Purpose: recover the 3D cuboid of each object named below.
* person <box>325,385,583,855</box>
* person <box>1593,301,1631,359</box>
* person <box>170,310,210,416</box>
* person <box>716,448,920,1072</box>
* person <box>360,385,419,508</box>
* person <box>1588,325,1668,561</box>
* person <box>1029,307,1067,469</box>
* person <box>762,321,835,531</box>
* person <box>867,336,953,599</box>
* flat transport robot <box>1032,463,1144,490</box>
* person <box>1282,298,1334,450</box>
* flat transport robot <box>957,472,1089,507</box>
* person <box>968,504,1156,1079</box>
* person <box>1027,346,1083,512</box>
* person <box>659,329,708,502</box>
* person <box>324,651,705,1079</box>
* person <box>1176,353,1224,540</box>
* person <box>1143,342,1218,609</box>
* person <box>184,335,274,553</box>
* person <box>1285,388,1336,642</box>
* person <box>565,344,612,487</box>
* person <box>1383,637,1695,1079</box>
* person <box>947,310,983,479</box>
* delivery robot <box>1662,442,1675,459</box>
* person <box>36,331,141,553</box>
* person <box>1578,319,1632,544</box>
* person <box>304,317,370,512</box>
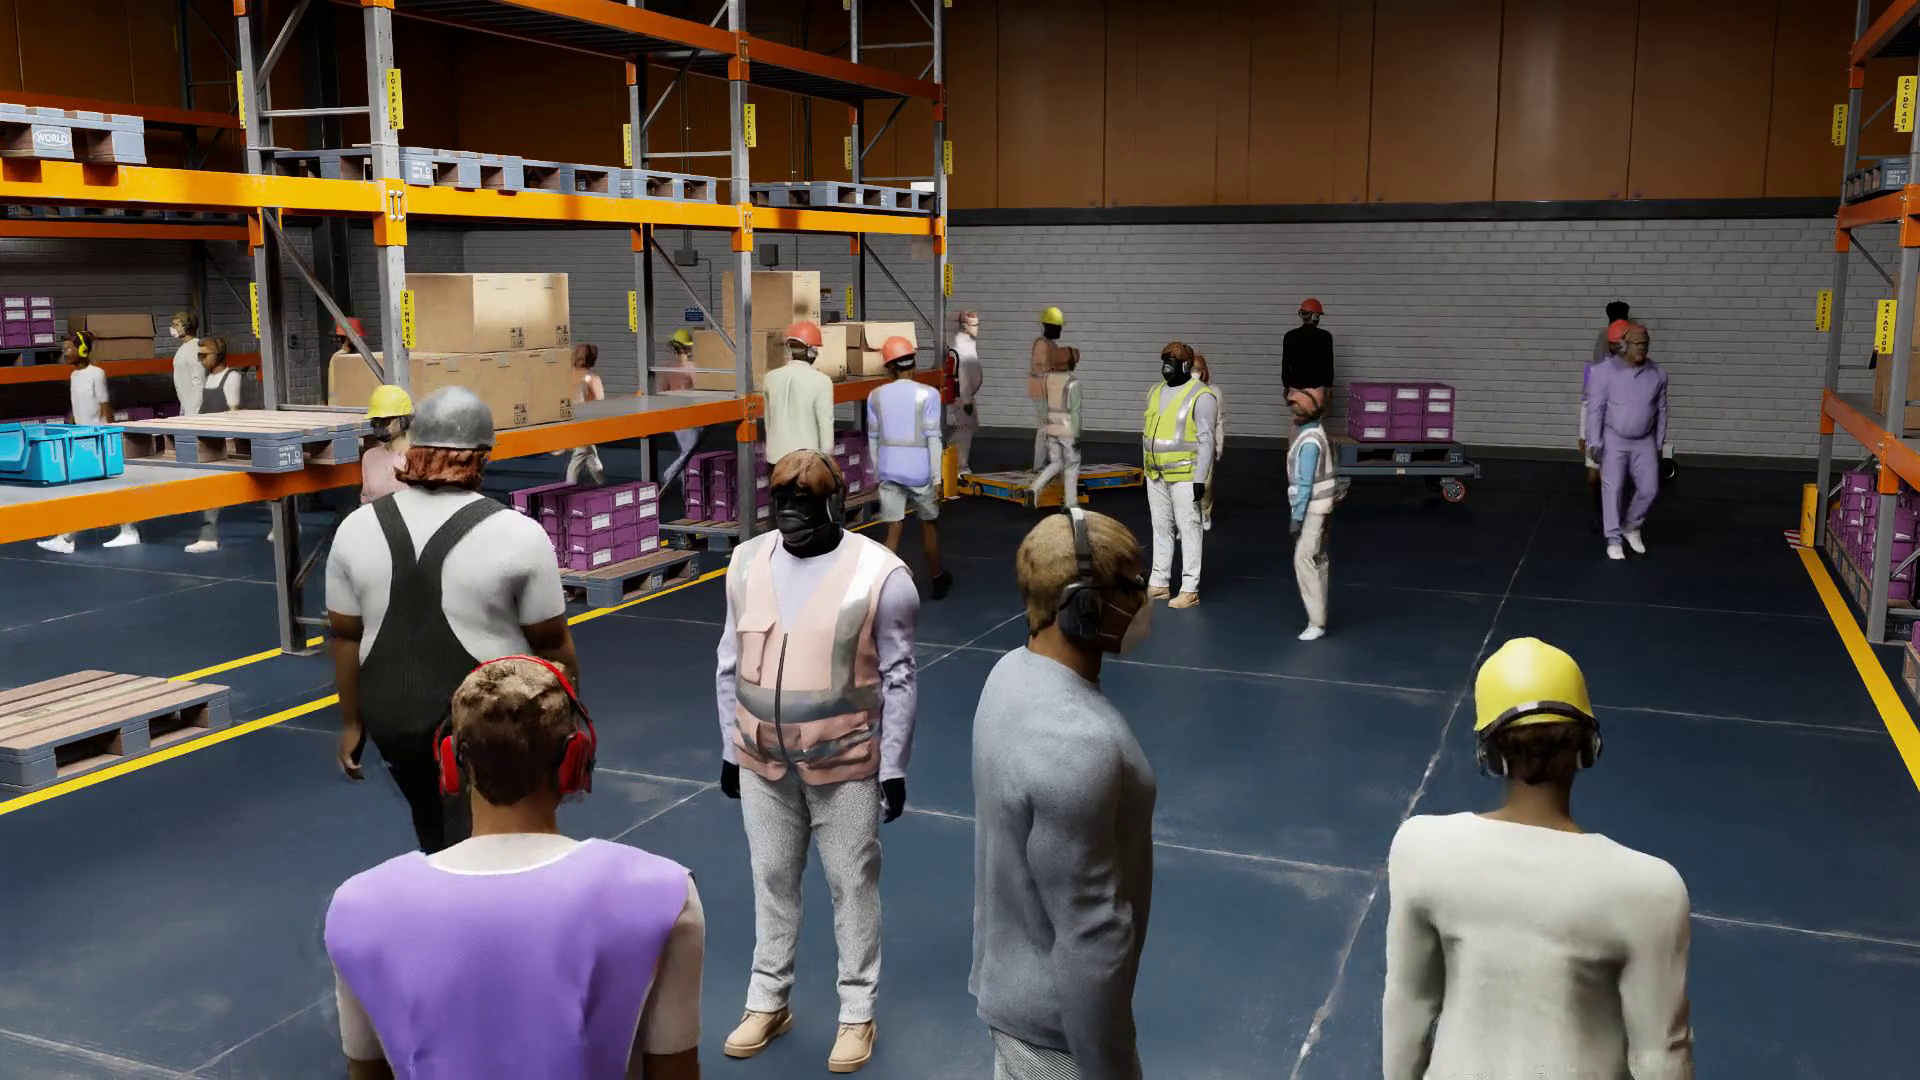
[{"bbox_3d":[-1.514,0.495,5.245,0.709,2.000,0.940,2,10,10],"label":"person"},{"bbox_3d":[7.527,-1.775,19.232,0.361,1.961,0.614,0,9,1],"label":"person"},{"bbox_3d":[-7.457,-1.256,16.165,0.372,1.940,0.631,-6,11,-33],"label":"person"},{"bbox_3d":[-0.441,0.647,4.920,0.620,1.845,0.430,3,10,19],"label":"person"},{"bbox_3d":[-2.874,0.086,8.555,0.533,1.767,0.326,4,10,24],"label":"person"},{"bbox_3d":[5.399,-0.788,13.452,0.672,1.897,0.438,0,9,1],"label":"person"},{"bbox_3d":[1.027,-1.637,18.572,0.469,1.905,0.598,4,10,21],"label":"person"},{"bbox_3d":[-1.150,-0.600,12.106,0.652,1.967,0.648,4,10,24],"label":"person"},{"bbox_3d":[-0.323,-0.467,11.558,0.587,1.879,0.948,3,10,19],"label":"person"},{"bbox_3d":[1.350,-0.651,17.536,1.431,0.197,0.652,-6,11,-31],"label":"flat transport robot"},{"bbox_3d":[4.029,-1.789,19.241,0.610,1.989,0.391,6,11,31],"label":"person"},{"bbox_3d":[0.618,-0.524,16.769,0.652,0.197,1.431,-6,11,-32],"label":"flat transport robot"},{"bbox_3d":[0.205,0.895,3.126,0.372,1.940,0.632,-2,10,-9],"label":"person"},{"bbox_3d":[0.920,-0.993,15.514,0.543,1.620,0.529,-7,12,-38],"label":"person"},{"bbox_3d":[-2.786,-1.219,16.517,0.532,1.746,0.645,8,12,39],"label":"person"},{"bbox_3d":[-0.654,1.064,2.591,0.580,1.782,1.014,-1,9,-4],"label":"person"},{"bbox_3d":[2.055,-0.833,14.584,0.516,1.615,0.688,2,10,12],"label":"person"},{"bbox_3d":[1.489,-0.454,11.589,0.429,1.846,0.625,-7,12,-38],"label":"person"},{"bbox_3d":[-6.088,-0.823,13.962,0.499,1.808,0.939,5,11,30],"label":"person"},{"bbox_3d":[2.237,-0.181,10.650,0.328,1.608,0.635,3,10,15],"label":"person"},{"bbox_3d":[-3.596,-1.114,16.305,0.842,1.592,0.547,-9,13,-43],"label":"person"},{"bbox_3d":[0.957,1.050,2.851,0.563,1.735,0.716,7,12,35],"label":"person"},{"bbox_3d":[0.010,-1.588,18.352,0.487,1.881,0.659,0,9,-1],"label":"person"},{"bbox_3d":[7.450,-0.962,18.279,0.707,0.478,0.477,0,9,0],"label":"delivery robot"},{"bbox_3d":[-7.300,-0.807,13.778,0.544,1.823,0.942,8,13,41],"label":"person"},{"bbox_3d":[5.603,-0.931,14.255,0.561,1.921,0.542,5,10,26],"label":"person"},{"bbox_3d":[-5.871,-1.196,16.017,1.032,1.879,0.558,-5,11,-30],"label":"person"}]
